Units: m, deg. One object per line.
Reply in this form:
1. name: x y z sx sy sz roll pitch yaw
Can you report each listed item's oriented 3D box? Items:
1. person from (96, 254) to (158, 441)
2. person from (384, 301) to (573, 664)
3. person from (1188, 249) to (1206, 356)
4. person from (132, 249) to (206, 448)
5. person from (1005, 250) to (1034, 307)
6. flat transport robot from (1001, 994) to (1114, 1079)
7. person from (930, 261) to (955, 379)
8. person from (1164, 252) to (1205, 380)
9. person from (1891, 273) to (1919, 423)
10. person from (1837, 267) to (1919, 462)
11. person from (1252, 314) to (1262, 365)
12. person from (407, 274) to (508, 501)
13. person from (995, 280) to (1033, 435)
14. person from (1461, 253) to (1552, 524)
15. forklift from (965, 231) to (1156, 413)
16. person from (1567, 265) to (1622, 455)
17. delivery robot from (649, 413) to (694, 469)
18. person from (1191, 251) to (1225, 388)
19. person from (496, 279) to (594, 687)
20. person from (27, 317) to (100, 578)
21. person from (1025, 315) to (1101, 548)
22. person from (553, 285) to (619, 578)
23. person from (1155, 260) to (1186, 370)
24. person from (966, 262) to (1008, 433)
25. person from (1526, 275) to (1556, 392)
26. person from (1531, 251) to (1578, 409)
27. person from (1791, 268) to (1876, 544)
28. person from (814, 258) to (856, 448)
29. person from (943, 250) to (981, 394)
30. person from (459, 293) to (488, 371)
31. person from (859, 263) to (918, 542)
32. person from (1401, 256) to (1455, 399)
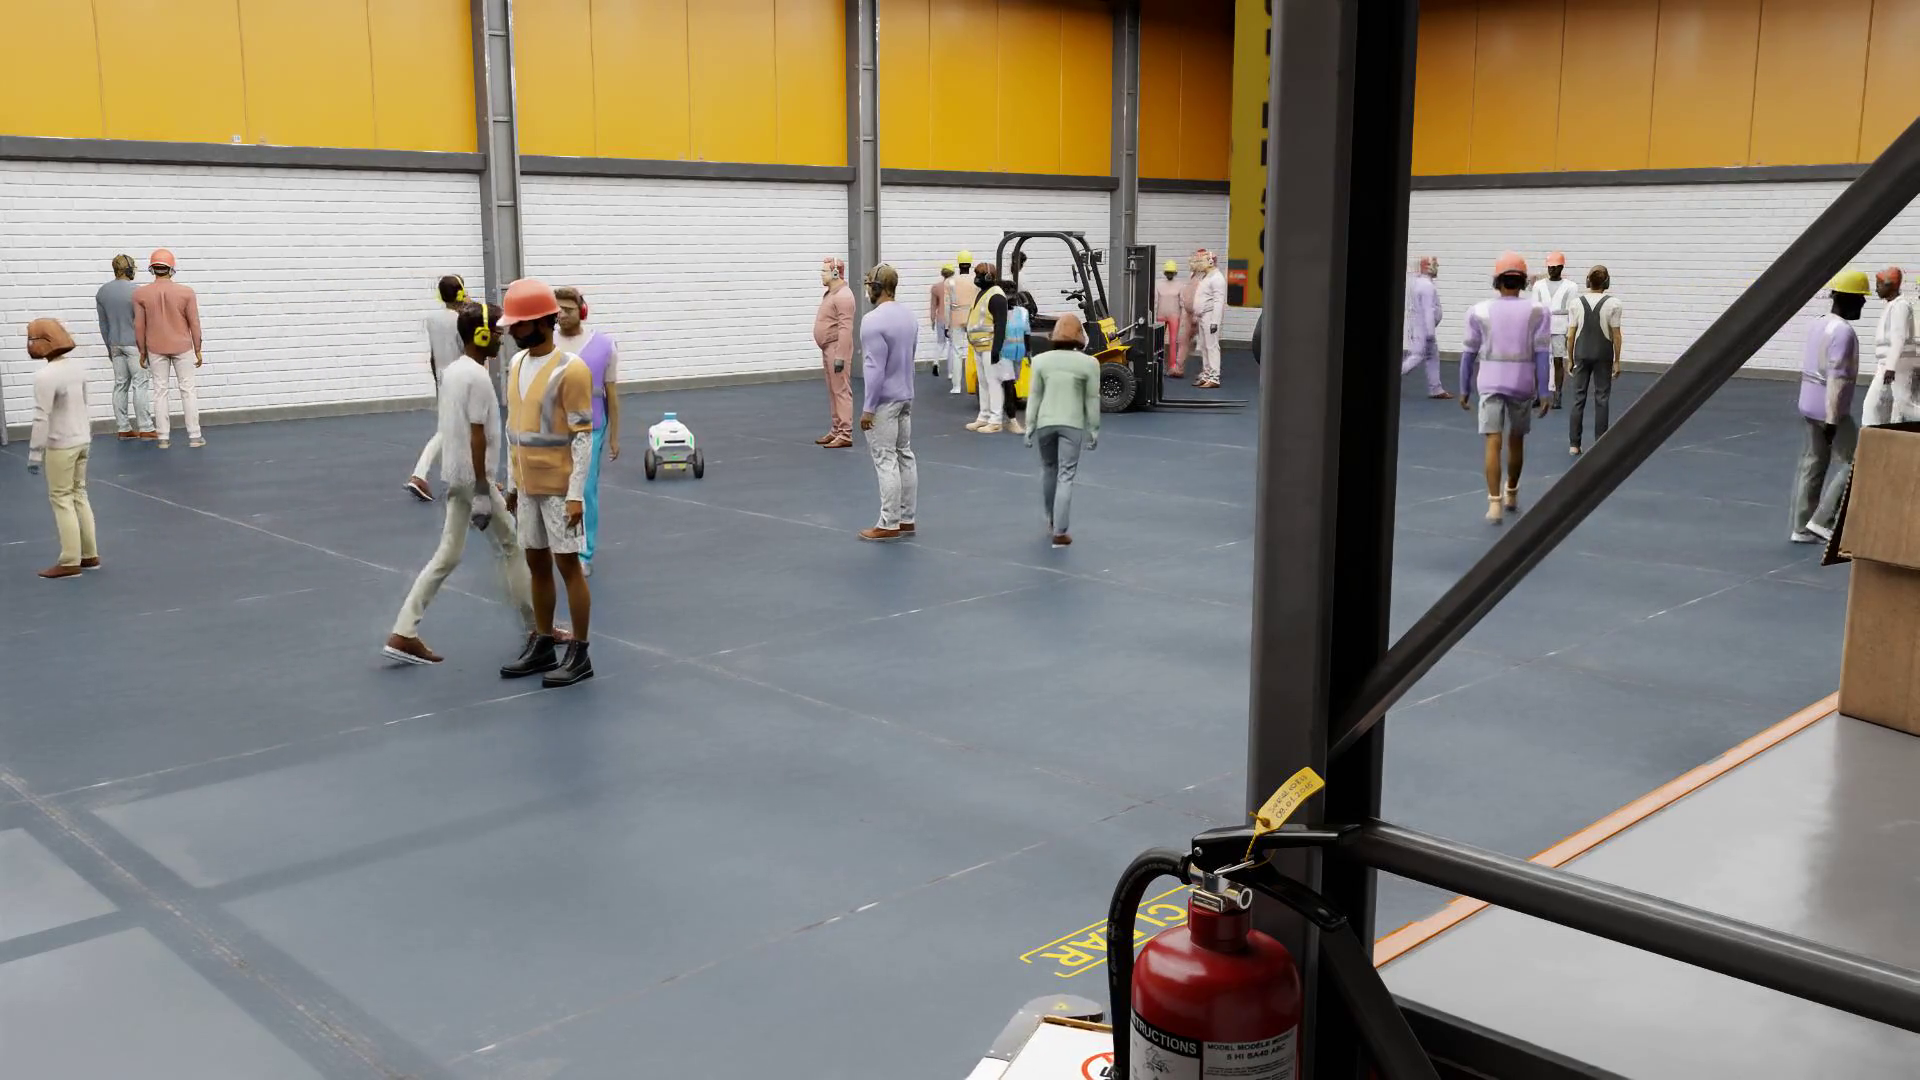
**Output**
1. person: -8.635 -1.995 17.301 0.628 1.940 0.373 3 11 17
2. person: -2.462 -0.285 8.359 1.006 1.818 0.532 -8 13 -37
3. person: 4.299 -4.214 29.553 0.356 1.884 0.574 9 14 40
4. person: -7.936 -1.915 16.711 0.608 1.995 0.377 -4 11 -19
5. person: 0.816 -2.964 22.637 0.446 1.923 0.689 6 12 30
6. flat transport robot: 0.244 1.372 3.493 0.652 0.197 1.431 4 11 21
7. person: -0.181 -3.253 24.675 0.537 1.758 0.426 4 11 21
8. person: 3.387 -3.285 24.501 0.838 1.875 0.667 -3 11 -13
9. person: 9.372 -1.741 16.207 0.591 1.833 0.403 2 11 10
10. person: 8.779 -1.609 15.457 0.906 1.846 0.672 3 11 16
11. person: 2.955 -1.681 15.308 0.538 2.000 0.682 3 11 14
12. person: -4.113 -1.223 13.465 0.539 1.827 0.940 5 12 27
13. person: 0.504 -1.989 18.046 0.536 1.662 0.838 -7 13 -34
14. person: 4.119 -1.160 12.596 0.621 1.987 1.026 3 11 14
15. forklift: 1.222 -2.721 20.561 2.313 2.155 1.214 2 11 13
16. person: 6.125 -1.724 16.078 0.506 1.847 0.343 7 13 34
17. delivery robot: -2.563 -0.883 14.760 0.477 0.478 0.707 -3 11 -15
18. person: 3.469 -3.077 23.290 0.407 1.906 0.655 -1 10 -7
19. person: -1.978 -0.264 7.891 0.542 1.929 0.374 8 13 37
20. person: -5.615 -0.571 10.382 0.322 1.628 0.523 0 10 -1
21. person: 0.738 -0.778 11.662 0.512 1.574 0.876 3 11 17
22. person: -2.426 -0.693 10.508 0.571 1.828 0.579 0 10 0
23. person: 3.208 -3.406 25.543 0.532 1.785 0.398 4 11 20
24. person: 0.291 -2.082 18.038 0.430 1.845 0.624 -4 11 -19
25. person: 7.793 -2.820 22.735 0.864 1.583 0.534 4 11 21
26. person: 7.295 -2.584 20.516 0.545 1.938 0.359 6 12 30
27. person: 5.994 -0.894 11.390 0.461 1.912 0.590 1 10 5
28. person: -1.270 -1.884 16.786 0.409 1.908 0.639 -3 11 -16
29. person: 0.069 -2.916 22.344 0.590 1.930 0.359 -1 10 -6
30. person: -4.350 -1.359 14.655 0.520 1.636 0.312 8 13 37
31. person: -0.505 -0.953 11.619 0.353 1.937 0.635 5 12 25
32. person: 5.993 -2.758 21.646 0.918 1.876 0.647 1 10 5
